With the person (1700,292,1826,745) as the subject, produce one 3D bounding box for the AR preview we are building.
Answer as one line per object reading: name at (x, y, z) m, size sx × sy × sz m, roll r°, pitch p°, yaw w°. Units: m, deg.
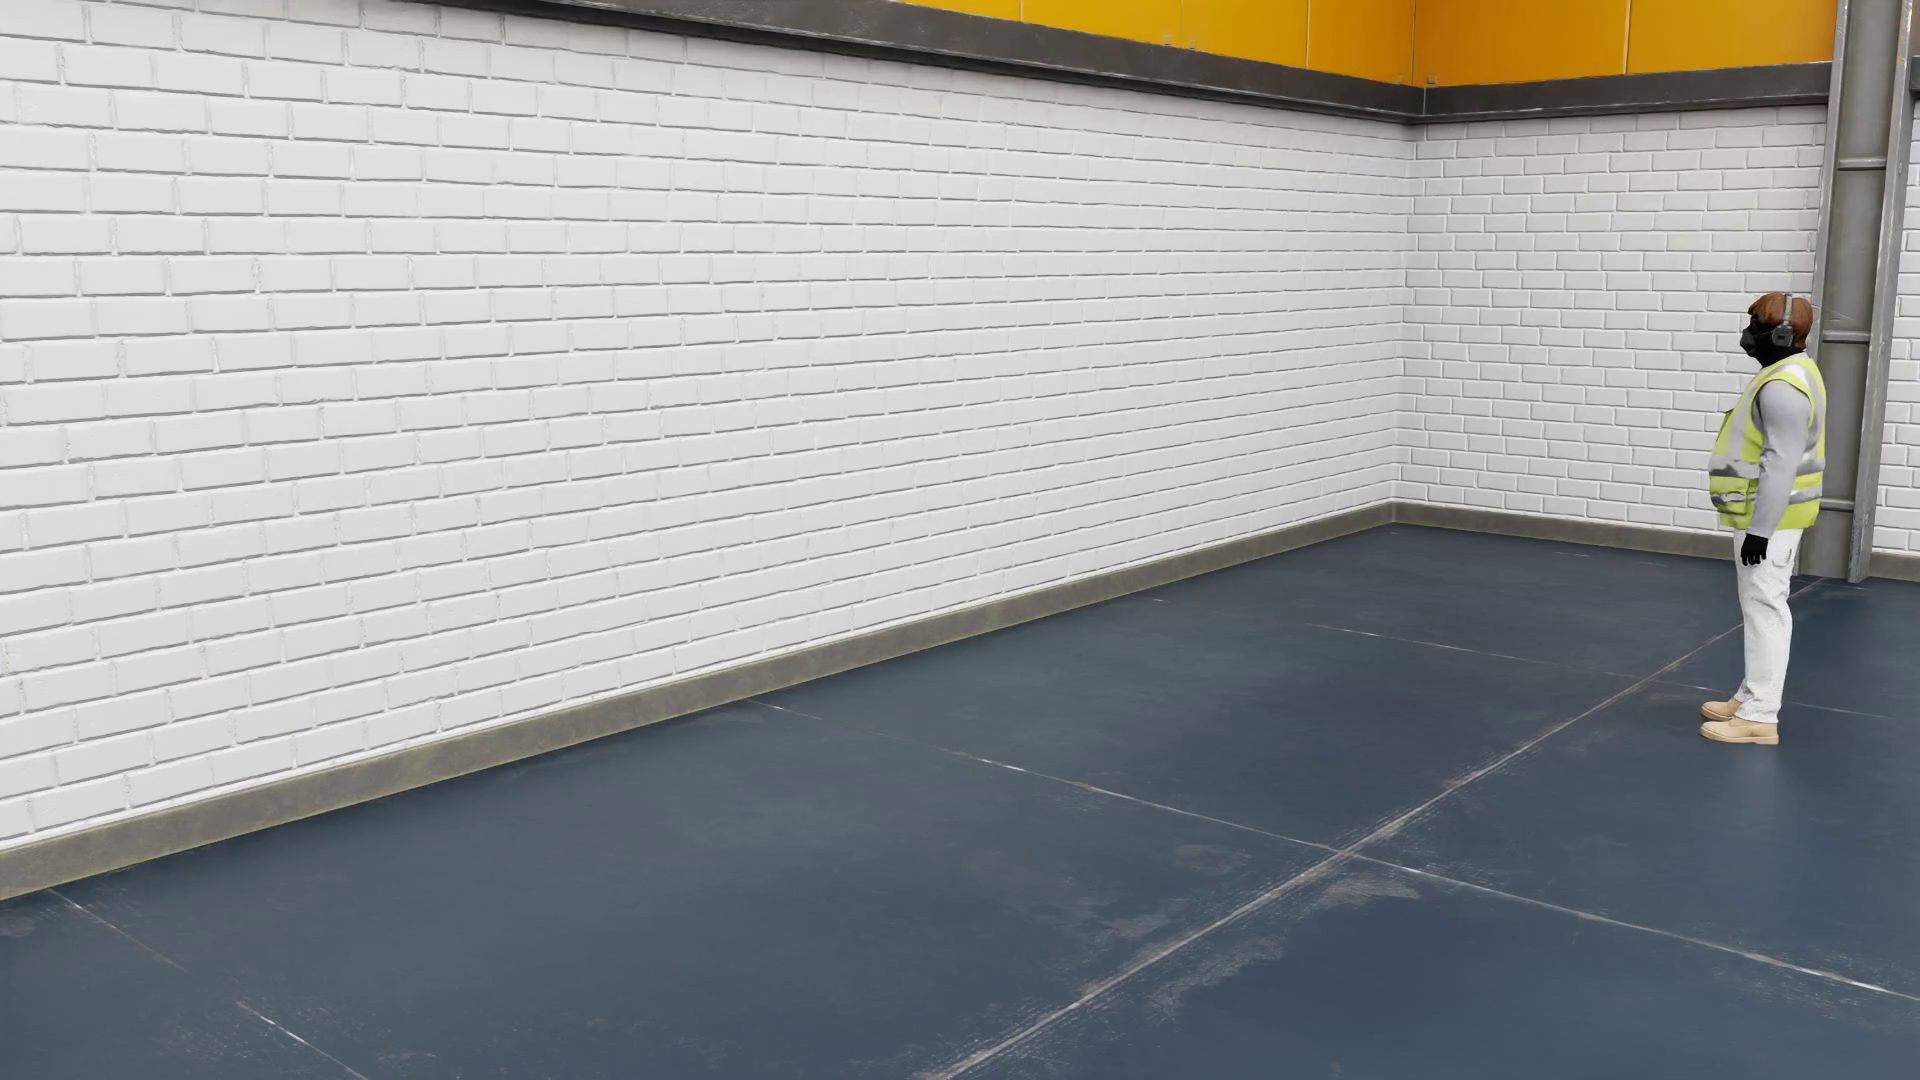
person at (3.297, -0.088, 6.843) m, size 0.429 × 1.846 × 0.625 m, roll 5°, pitch 11°, yaw 26°
